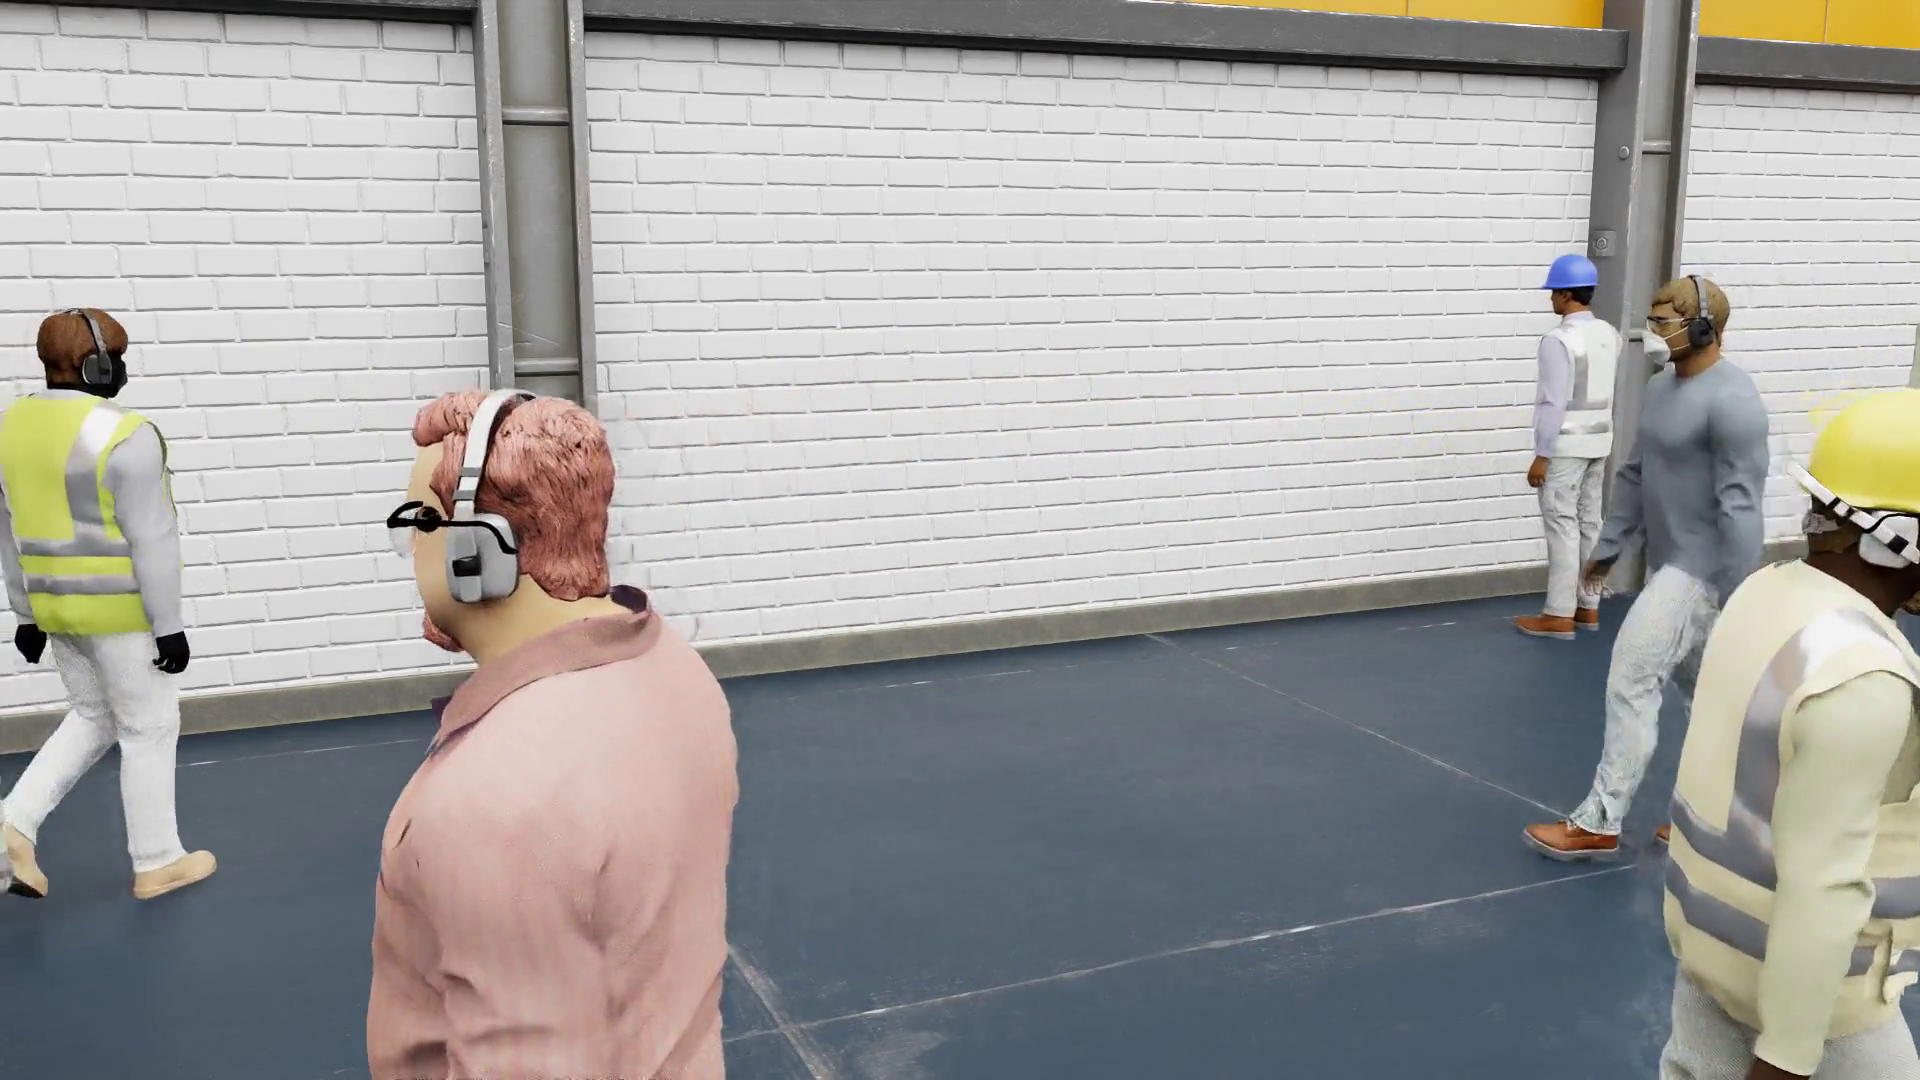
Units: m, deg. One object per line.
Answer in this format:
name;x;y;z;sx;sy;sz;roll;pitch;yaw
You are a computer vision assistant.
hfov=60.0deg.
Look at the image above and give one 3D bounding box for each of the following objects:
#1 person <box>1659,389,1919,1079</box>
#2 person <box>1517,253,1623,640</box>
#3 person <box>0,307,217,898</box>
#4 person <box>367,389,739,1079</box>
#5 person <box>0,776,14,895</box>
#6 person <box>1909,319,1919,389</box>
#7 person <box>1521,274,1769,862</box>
person;1.450;0.661;2.643;0.866;1.791;0.599;1;10;8
person;3.096;-0.472;8.461;0.614;1.943;0.409;-9;13;-40
person;-2.598;0.227;4.953;0.631;1.826;0.604;5;11;26
person;-0.395;0.751;1.952;0.948;1.872;0.658;2;10;8
person;-2.165;0.609;3.360;0.497;1.636;0.286;1;10;5
person;5.645;-0.653;9.324;0.381;1.994;0.620;-7;13;-35
person;2.227;0.111;5.374;0.900;1.905;0.649;1;10;6
